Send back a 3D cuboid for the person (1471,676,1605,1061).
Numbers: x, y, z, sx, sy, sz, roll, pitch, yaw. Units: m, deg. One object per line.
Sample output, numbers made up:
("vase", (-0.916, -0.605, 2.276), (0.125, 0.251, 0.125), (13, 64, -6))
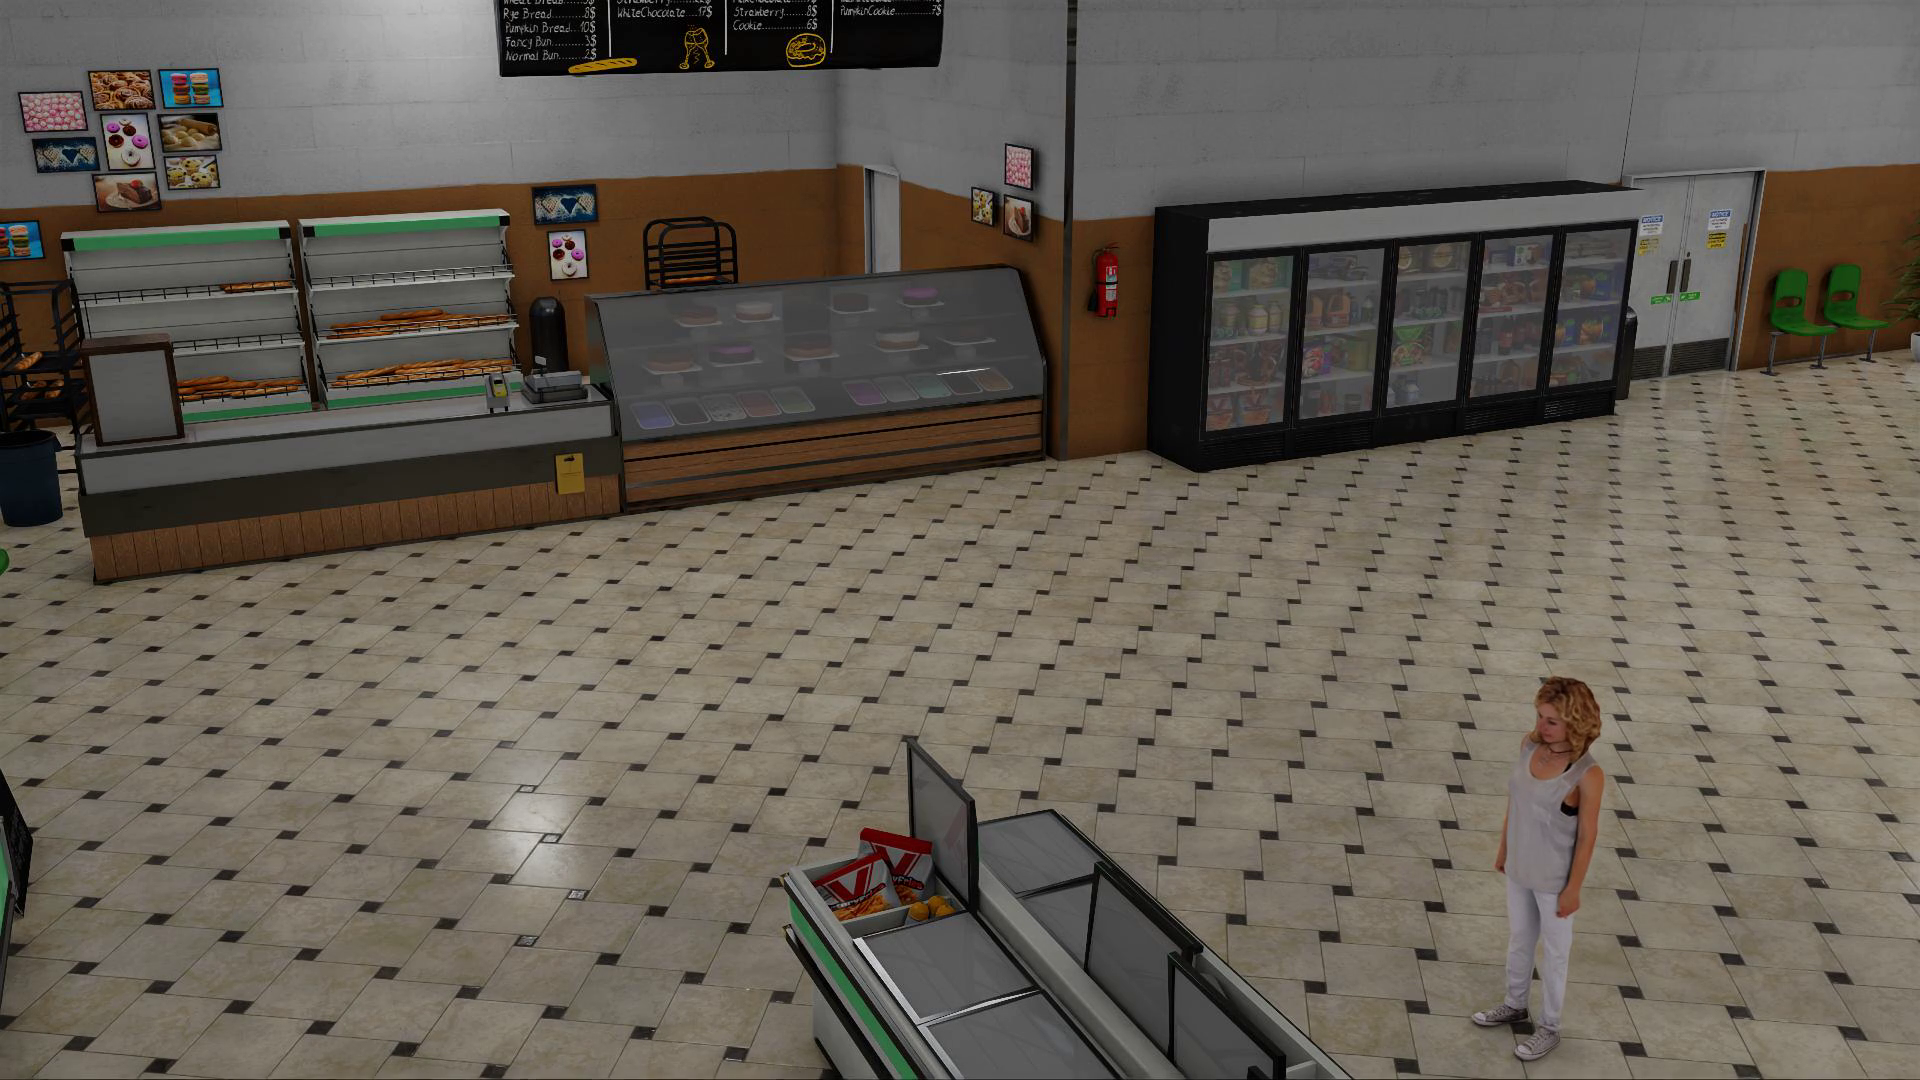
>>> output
("person", (2.415, 1.325, 6.829), (0.649, 1.672, 0.466), (-8, 20, -23))
